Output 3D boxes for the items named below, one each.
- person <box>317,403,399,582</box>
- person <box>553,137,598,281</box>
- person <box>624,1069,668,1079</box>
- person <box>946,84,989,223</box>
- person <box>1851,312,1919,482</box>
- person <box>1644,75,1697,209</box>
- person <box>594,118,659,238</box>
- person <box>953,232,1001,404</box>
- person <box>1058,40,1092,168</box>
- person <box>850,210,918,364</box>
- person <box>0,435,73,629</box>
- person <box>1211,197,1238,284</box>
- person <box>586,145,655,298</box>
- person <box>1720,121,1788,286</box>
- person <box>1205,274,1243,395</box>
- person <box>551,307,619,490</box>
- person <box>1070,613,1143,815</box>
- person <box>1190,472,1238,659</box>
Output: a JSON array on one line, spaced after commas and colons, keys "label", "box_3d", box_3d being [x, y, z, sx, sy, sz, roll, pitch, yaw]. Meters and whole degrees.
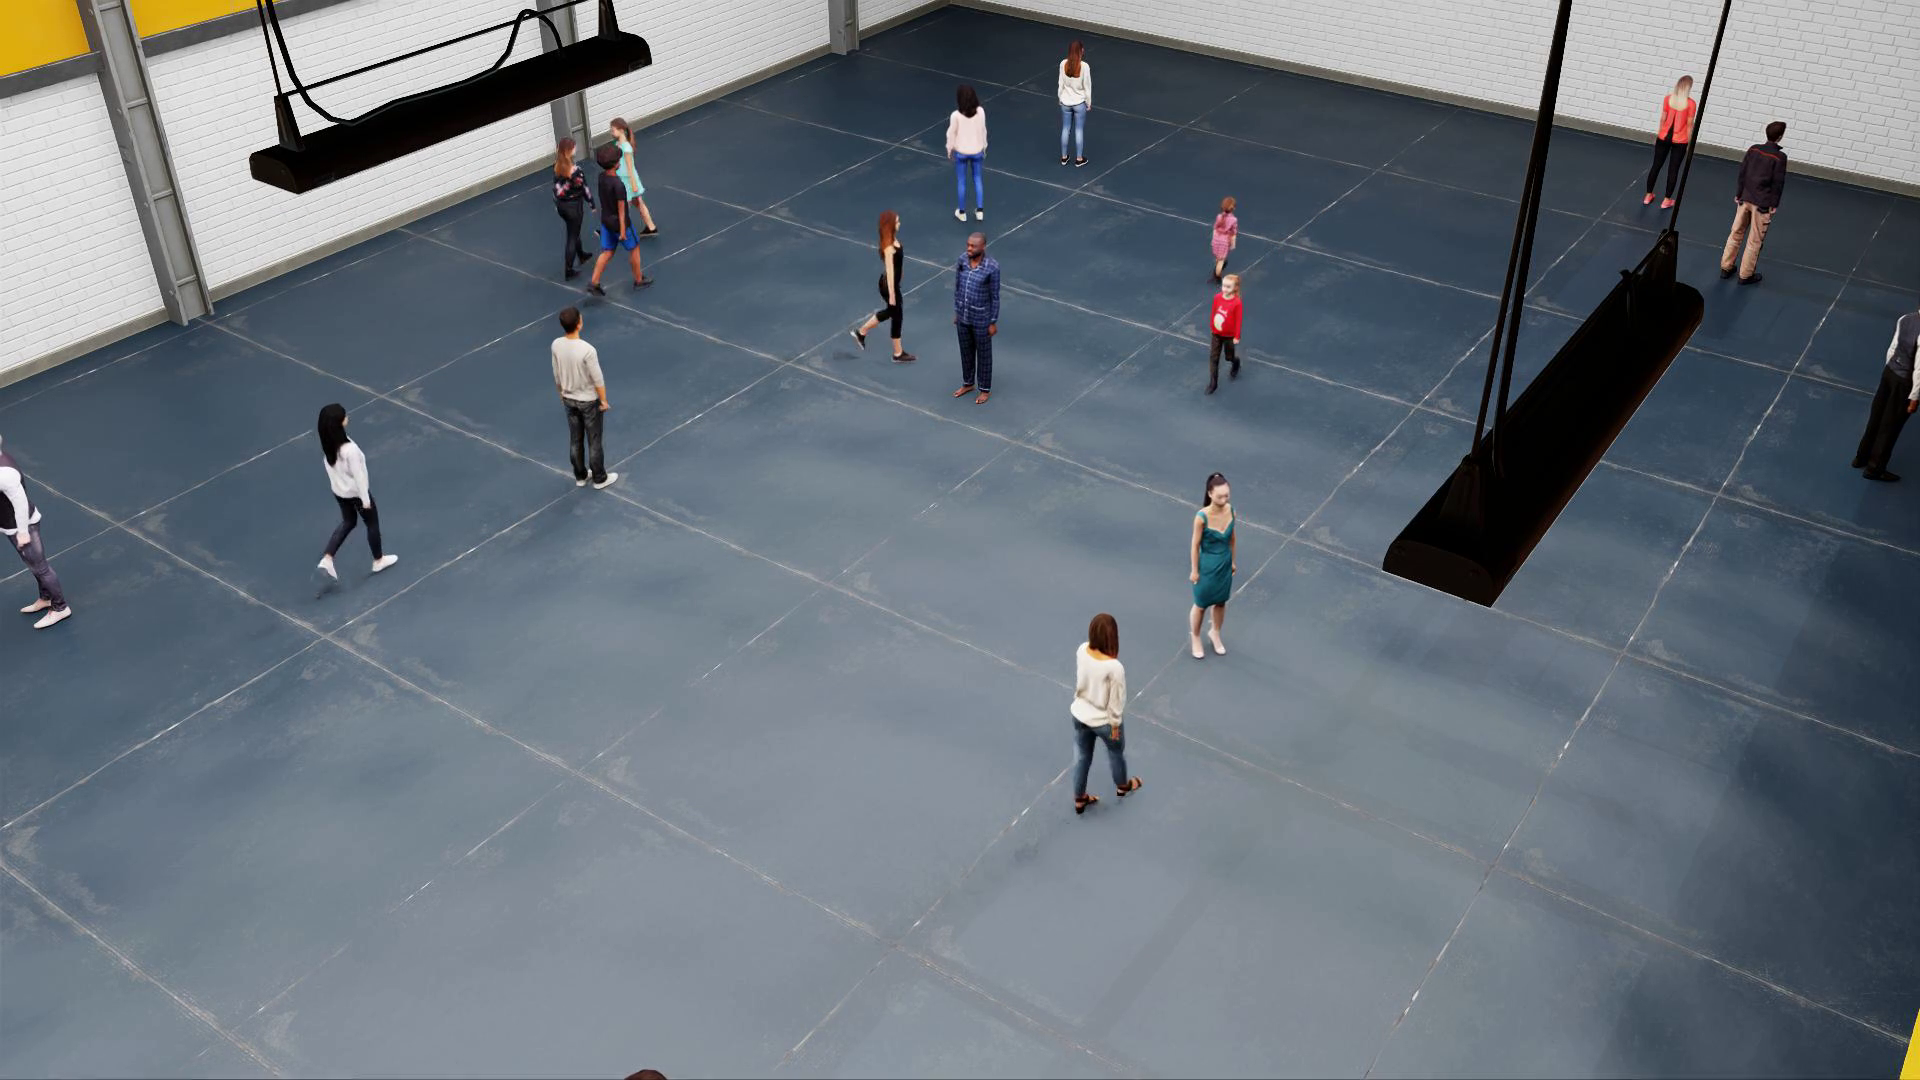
[{"label": "person", "box_3d": [-5.265, -0.380, 14.168, 0.631, 1.680, 0.922, 20, 39, 27]}, {"label": "person", "box_3d": [-4.598, -3.835, 19.390, 0.603, 1.652, 0.861, 20, 38, 27]}, {"label": "person", "box_3d": [-1.485, 3.326, 8.435, 0.760, 1.854, 0.715, -7, 34, -11]}, {"label": "person", "box_3d": [0.105, -4.815, 20.760, 0.761, 1.767, 0.826, -6, 34, -9]}, {"label": "person", "box_3d": [8.837, -1.479, 15.606, 0.842, 1.917, 0.743, -1, 34, -1]}, {"label": "person", "box_3d": [9.104, -5.102, 21.257, 0.583, 1.694, 0.628, -28, 43, -36]}, {"label": "person", "box_3d": [-3.987, -4.400, 20.363, 1.059, 1.516, 0.943, -9, 35, -13]}, {"label": "person", "box_3d": [0.166, -2.279, 16.895, 0.657, 1.824, 0.575, 21, 39, 28]}, {"label": "person", "box_3d": [1.545, -5.908, 22.473, 0.657, 1.692, 0.593, 15, 36, 21]}, {"label": "person", "box_3d": [-0.819, -2.666, 17.575, 0.963, 1.714, 0.954, -2, 34, -2]}, {"label": "person", "box_3d": [-7.726, -0.125, 13.653, 0.679, 1.824, 0.741, -26, 42, -33]}, {"label": "person", "box_3d": [3.063, -3.497, 19.476, 0.462, 0.994, 0.727, 17, 37, 24]}, {"label": "person", "box_3d": [-3.992, -3.582, 18.914, 0.636, 1.758, 1.122, 23, 40, 31]}, {"label": "person", "box_3d": [9.225, -3.916, 19.265, 0.729, 1.925, 0.770, -22, 39, -29]}, {"label": "person", "box_3d": [2.765, -2.160, 17.218, 0.508, 1.268, 0.819, 20, 38, 27]}, {"label": "person", "box_3d": [-3.524, -1.312, 15.451, 0.713, 1.810, 0.625, 12, 35, 17]}, {"label": "person", "box_3d": [0.914, 1.263, 11.703, 0.879, 1.671, 0.750, -26, 41, -33]}, {"label": "person", "box_3d": [2.011, 0.211, 13.269, 0.561, 1.689, 0.674, -14, 36, -20]}]
